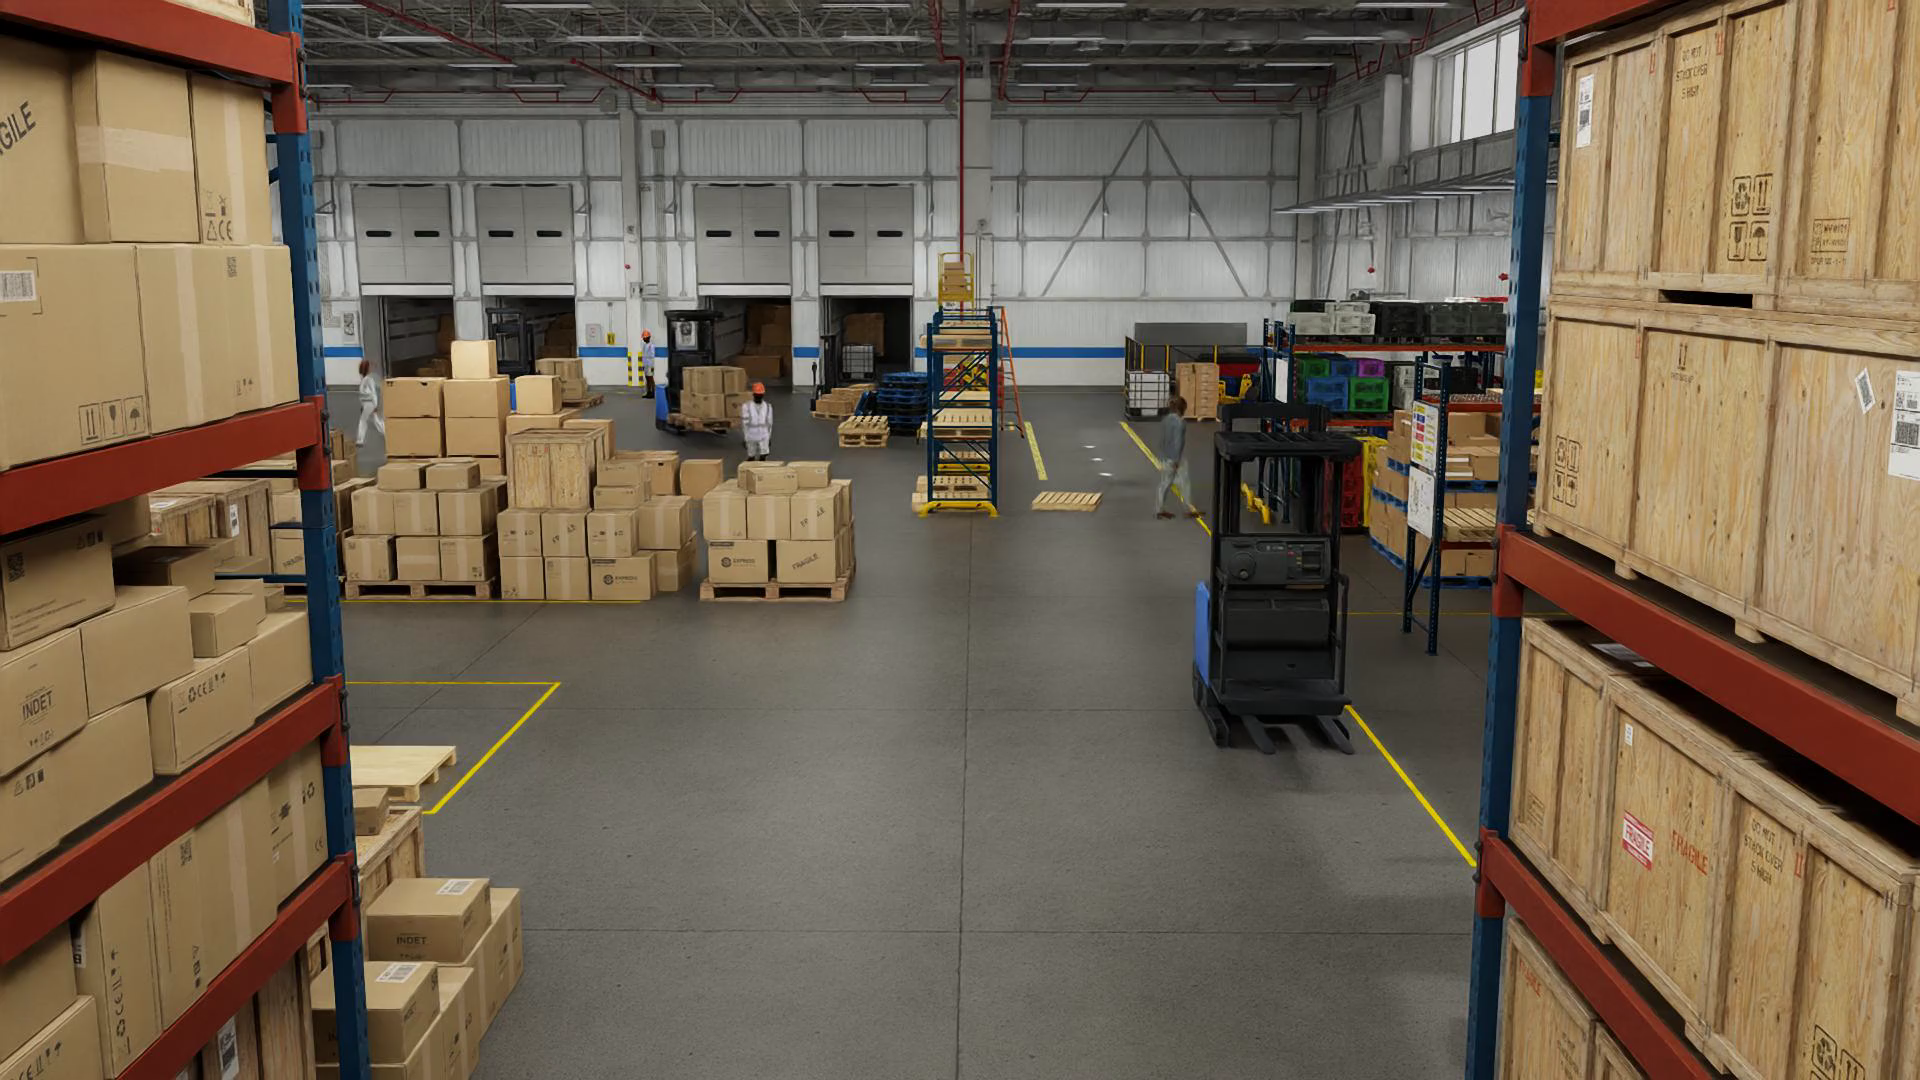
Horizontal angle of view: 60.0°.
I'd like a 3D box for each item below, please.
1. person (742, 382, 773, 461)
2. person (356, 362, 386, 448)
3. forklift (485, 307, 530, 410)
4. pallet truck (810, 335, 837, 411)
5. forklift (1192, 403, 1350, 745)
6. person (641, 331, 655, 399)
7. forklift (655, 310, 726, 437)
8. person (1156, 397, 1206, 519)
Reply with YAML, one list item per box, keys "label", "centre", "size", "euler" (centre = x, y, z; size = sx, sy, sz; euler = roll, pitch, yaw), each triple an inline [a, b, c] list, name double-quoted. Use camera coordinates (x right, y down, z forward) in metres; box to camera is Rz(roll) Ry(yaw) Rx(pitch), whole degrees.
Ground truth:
- label: "person"
  centre: [-3.528, -1.805, 28.908]
  size: [0.554, 1.921, 0.784]
  euler: [-3, 10, -15]
- label: "person"
  centre: [-12.512, -2.878, 35.340]
  size: [0.979, 1.842, 0.595]
  euler: [-6, 11, -31]
- label: "forklift"
  centre: [-10.754, -4.150, 39.646]
  size: [1.129, 2.768, 1.873]
  euler: [0, 10, 1]
- label: "pallet truck"
  centre: [-3.021, -4.312, 43.126]
  size: [1.885, 1.965, 0.823]
  euler: [3, 10, 17]
- label: "forklift"
  centre: [2.697, 0.199, 14.557]
  size: [1.129, 2.768, 1.873]
  euler: [0, 10, 1]
- label: "person"
  centre: [-8.837, -4.961, 47.079]
  size: [0.386, 1.929, 0.544]
  euler: [-8, 12, -37]
- label: "forklift"
  centre: [-6.209, -3.840, 37.859]
  size: [1.129, 2.768, 1.873]
  euler: [-5, 11, -27]
- label: "person"
  centre: [3.450, -1.263, 25.807]
  size: [0.882, 1.901, 0.652]
  euler: [-2, 10, -11]
